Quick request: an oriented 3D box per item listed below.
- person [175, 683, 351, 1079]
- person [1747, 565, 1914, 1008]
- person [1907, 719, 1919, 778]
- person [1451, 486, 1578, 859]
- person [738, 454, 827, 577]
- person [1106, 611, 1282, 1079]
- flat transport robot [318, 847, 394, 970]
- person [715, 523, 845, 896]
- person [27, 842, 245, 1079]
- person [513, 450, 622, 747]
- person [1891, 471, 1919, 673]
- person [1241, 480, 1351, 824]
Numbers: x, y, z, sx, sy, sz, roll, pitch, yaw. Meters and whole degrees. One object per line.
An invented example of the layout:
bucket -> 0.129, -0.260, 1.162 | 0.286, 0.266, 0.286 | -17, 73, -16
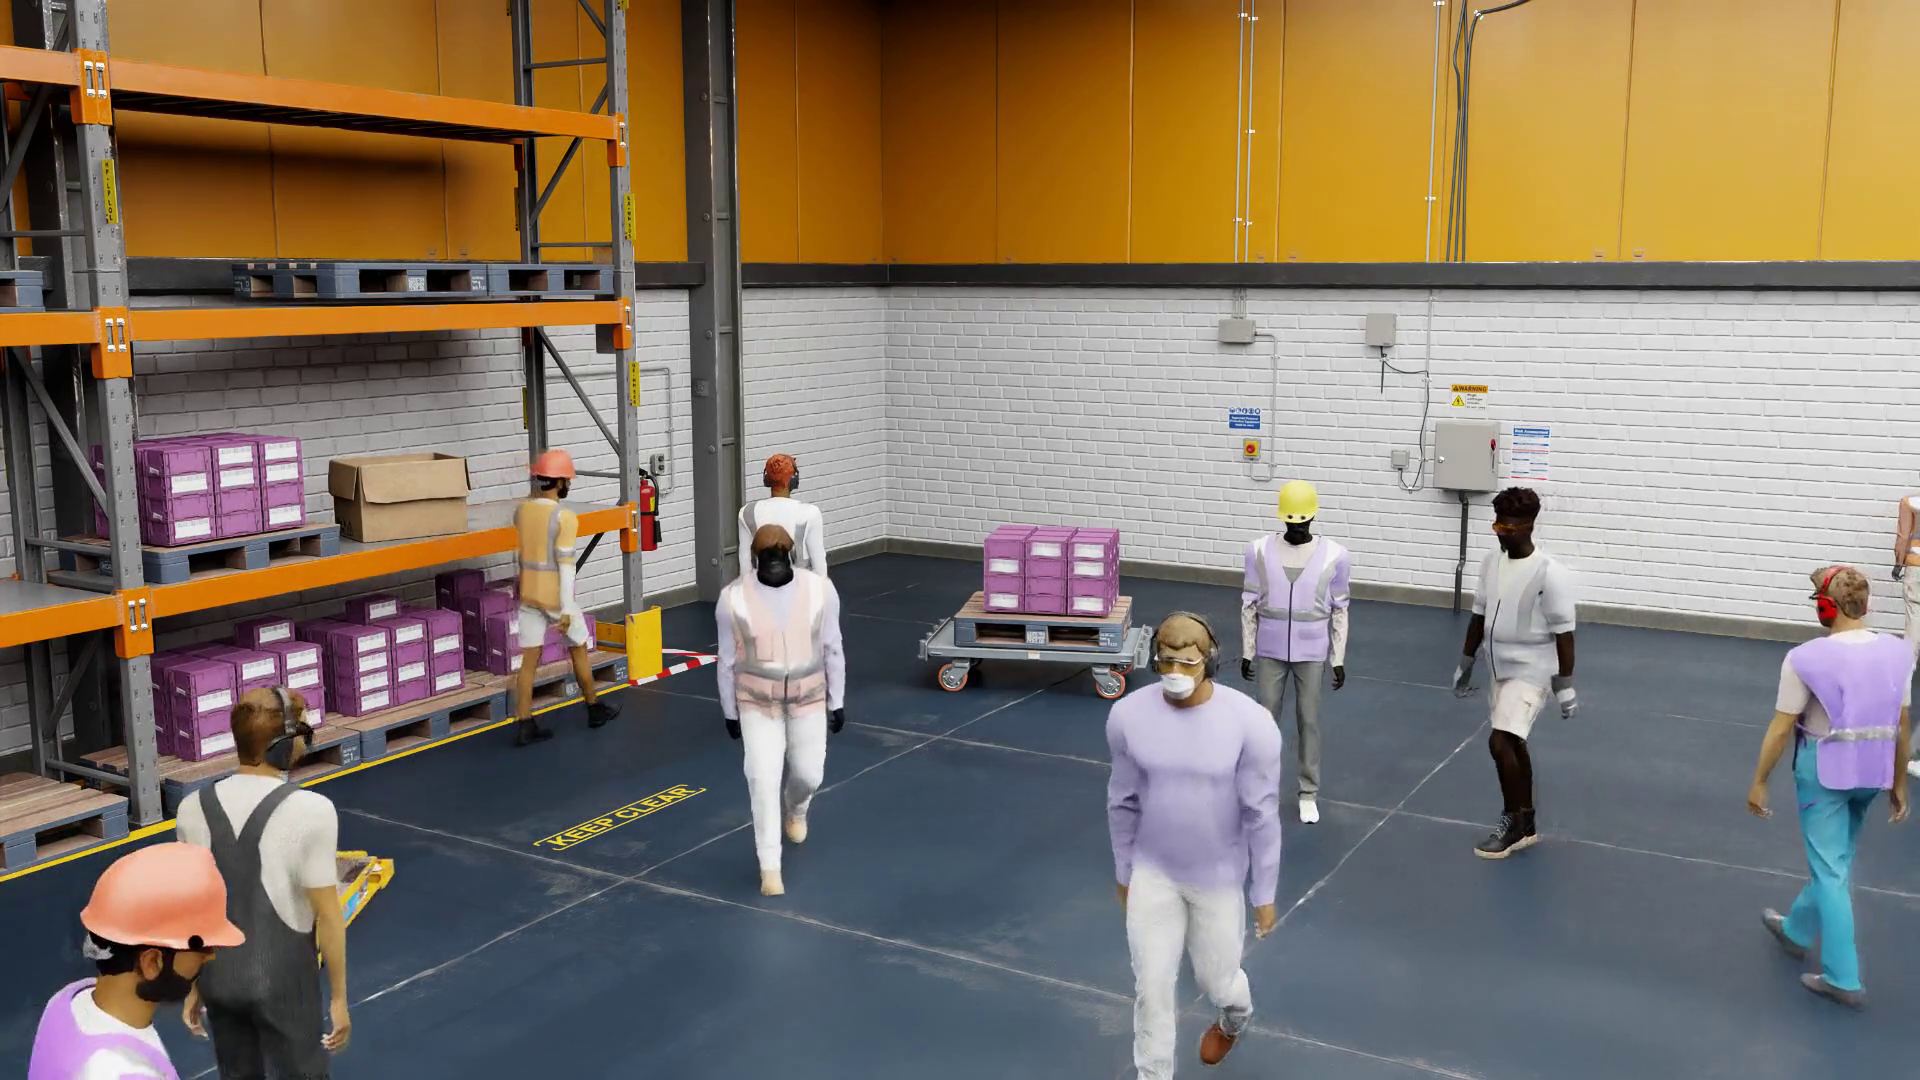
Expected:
person -> -2.089, 1.352, 4.904 | 0.531, 1.822, 0.683 | 0, 9, 1
person -> 3.636, 1.000, 7.069 | 0.593, 1.811, 0.783 | -2, 9, -12
person -> 5.964, 0.693, 9.688 | 0.520, 1.586, 0.876 | -5, 11, -31
person -> 2.833, 0.683, 8.637 | 0.630, 1.943, 0.639 | -3, 10, -18
person -> -1.132, 0.383, 10.728 | 0.575, 1.882, 0.355 | 1, 9, 9
person -> 0.850, 1.148, 5.886 | 0.640, 1.906, 0.800 | 4, 10, 25
flat transport robot -> -3.112, 1.691, 7.575 | 0.652, 0.197, 1.431 | 0, 9, -3
person -> -0.904, 0.797, 8.341 | 0.634, 1.818, 0.722 | -2, 9, -13
person -> -1.732, 1.548, 3.378 | 0.606, 1.905, 0.595 | -7, 11, -36
person -> -2.609, 0.354, 10.881 | 0.548, 1.890, 0.931 | 5, 10, 27
person -> 7.349, 0.202, 12.620 | 0.515, 1.636, 0.315 | 1, 9, 6
person -> 1.838, 0.613, 9.184 | 0.585, 1.917, 0.390 | 3, 10, 18
